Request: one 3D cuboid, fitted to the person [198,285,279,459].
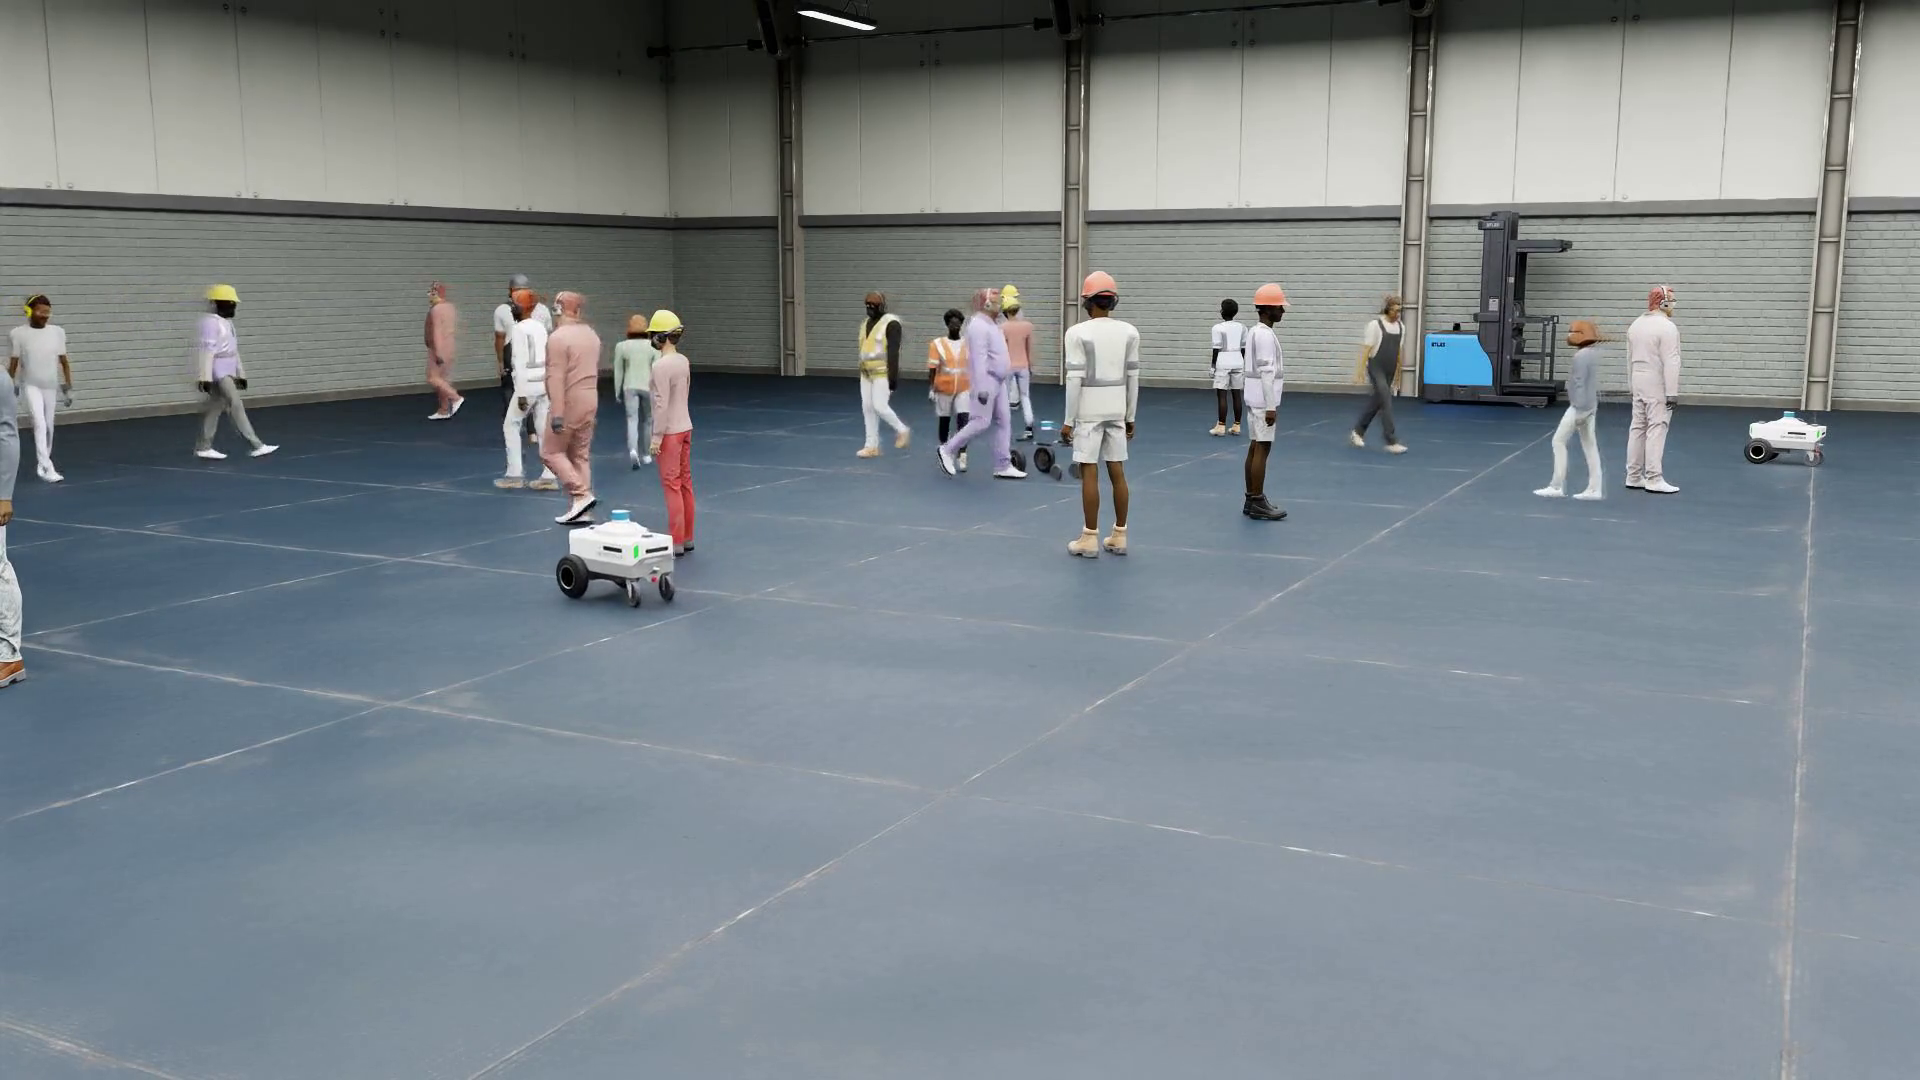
[{"bbox_3d":[-7.881,-1.811,18.051,0.943,1.880,0.611,-1,9,-9],"label":"person"}]

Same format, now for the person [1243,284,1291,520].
[{"bbox_3d":[2.550,-1.154,13.852,0.359,1.938,0.545,0,9,-1],"label":"person"}]

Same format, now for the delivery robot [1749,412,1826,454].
[{"bbox_3d":[8.861,-1.131,17.804,0.707,0.478,0.477,7,12,37],"label":"delivery robot"}]

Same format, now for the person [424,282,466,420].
[{"bbox_3d":[-7.093,-2.588,22.836,0.515,1.890,0.650,1,9,6],"label":"person"}]

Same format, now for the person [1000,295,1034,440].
[{"bbox_3d":[0.643,-2.066,20.028,0.554,1.763,0.473,-3,10,-18],"label":"person"}]

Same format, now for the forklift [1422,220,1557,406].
[{"bbox_3d":[8.245,-3.527,25.720,1.873,2.768,1.129,5,10,27],"label":"forklift"}]

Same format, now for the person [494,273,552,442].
[{"bbox_3d":[-5.254,-2.181,19.998,0.690,2.000,0.537,-4,10,-23],"label":"person"}]

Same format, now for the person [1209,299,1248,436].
[{"bbox_3d":[3.343,-2.157,20.766,0.537,1.700,0.318,-5,11,-29],"label":"person"}]

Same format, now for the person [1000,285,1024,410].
[{"bbox_3d":[0.745,-2.855,24.665,0.404,1.830,0.600,2,9,12],"label":"person"}]

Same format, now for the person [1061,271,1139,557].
[{"bbox_3d":[0.994,-0.910,12.021,0.614,2.041,0.390,-5,10,-28],"label":"person"}]

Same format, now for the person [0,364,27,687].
[{"bbox_3d":[-4.923,-0.239,8.204,0.636,1.938,0.354,3,10,18],"label":"person"}]

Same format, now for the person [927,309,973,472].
[{"bbox_3d":[-0.079,-1.578,17.311,0.538,1.663,0.822,-1,9,-7],"label":"person"}]

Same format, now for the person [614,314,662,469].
[{"bbox_3d":[-3.374,-1.562,17.431,0.507,1.598,0.831,-1,9,-6],"label":"person"}]

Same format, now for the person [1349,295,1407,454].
[{"bbox_3d":[4.772,-1.911,19.013,0.565,1.788,0.961,-6,11,-31],"label":"person"}]

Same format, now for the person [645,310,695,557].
[{"bbox_3d":[-2.099,-0.764,11.979,0.316,1.769,0.525,2,9,11],"label":"person"}]

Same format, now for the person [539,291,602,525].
[{"bbox_3d":[-3.149,-1.056,13.414,0.420,1.882,0.661,3,10,18],"label":"person"}]

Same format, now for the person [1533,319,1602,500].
[{"bbox_3d":[5.476,-1.168,14.919,0.681,1.608,0.532,6,11,33],"label":"person"}]

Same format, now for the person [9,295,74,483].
[{"bbox_3d":[-9.092,-1.499,16.394,0.950,1.817,0.583,9,13,44],"label":"person"}]

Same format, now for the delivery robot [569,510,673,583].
[{"bbox_3d":[-2.138,0.054,10.494,0.707,0.478,0.477,8,12,39],"label":"delivery robot"}]

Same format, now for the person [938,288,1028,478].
[{"bbox_3d":[0.230,-1.544,16.408,0.821,1.881,0.648,3,10,18],"label":"person"}]

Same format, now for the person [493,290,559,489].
[{"bbox_3d":[-4.110,-1.399,15.589,0.760,1.858,0.609,3,10,15],"label":"person"}]

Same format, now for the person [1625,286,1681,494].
[{"bbox_3d":[6.479,-1.403,15.480,0.409,1.907,0.651,-2,9,-12],"label":"person"}]

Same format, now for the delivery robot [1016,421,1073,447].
[{"bbox_3d":[0.864,-1.077,16.675,0.335,0.223,0.698,-8,12,-41],"label":"delivery robot"}]

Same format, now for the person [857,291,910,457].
[{"bbox_3d":[-0.873,-1.819,18.310,0.527,1.824,0.645,-8,12,-42],"label":"person"}]
